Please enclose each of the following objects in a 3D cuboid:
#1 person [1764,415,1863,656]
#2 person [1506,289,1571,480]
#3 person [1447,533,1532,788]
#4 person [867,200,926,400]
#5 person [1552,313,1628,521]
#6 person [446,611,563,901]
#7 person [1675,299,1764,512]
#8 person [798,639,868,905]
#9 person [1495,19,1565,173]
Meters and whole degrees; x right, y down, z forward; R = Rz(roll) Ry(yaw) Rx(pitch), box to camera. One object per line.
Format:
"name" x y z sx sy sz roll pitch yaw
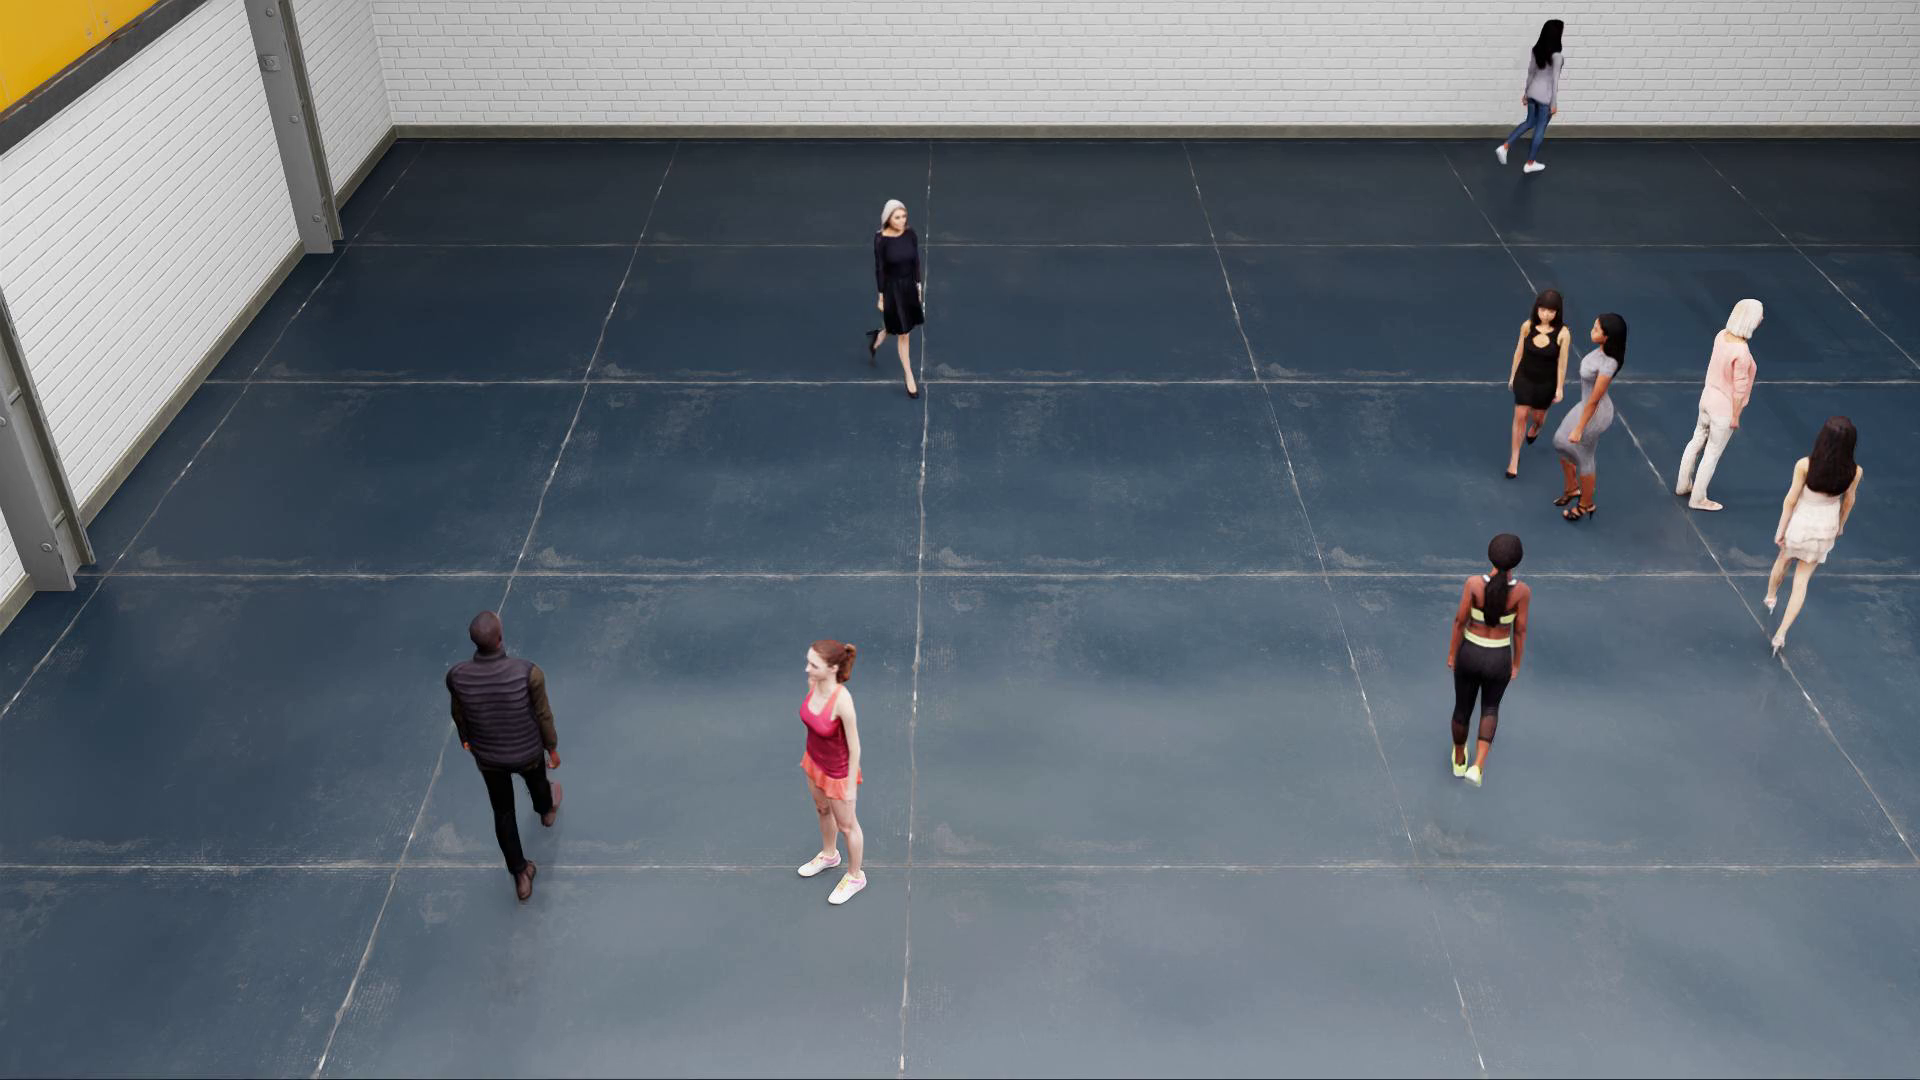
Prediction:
"person" 5.658 0.015 11.092 0.800 1.706 0.988 14 36 20
"person" 4.547 -1.262 13.089 0.816 1.621 0.955 21 39 28
"person" 3.106 0.783 9.907 0.699 1.739 0.859 10 35 14
"person" -0.568 -2.111 14.277 0.957 1.720 1.119 -21 39 -28
"person" 4.791 -0.867 12.364 0.757 1.766 0.666 11 35 16
"person" -2.508 1.228 9.178 0.777 1.804 1.072 -3 34 -4
"person" 5.793 -1.044 12.668 0.680 1.725 0.489 -3 34 -5
"person" -0.703 1.250 9.191 0.726 1.753 0.652 -24 40 -31
"person" 6.366 -4.896 18.468 0.845 1.720 0.887 -12 35 -17
